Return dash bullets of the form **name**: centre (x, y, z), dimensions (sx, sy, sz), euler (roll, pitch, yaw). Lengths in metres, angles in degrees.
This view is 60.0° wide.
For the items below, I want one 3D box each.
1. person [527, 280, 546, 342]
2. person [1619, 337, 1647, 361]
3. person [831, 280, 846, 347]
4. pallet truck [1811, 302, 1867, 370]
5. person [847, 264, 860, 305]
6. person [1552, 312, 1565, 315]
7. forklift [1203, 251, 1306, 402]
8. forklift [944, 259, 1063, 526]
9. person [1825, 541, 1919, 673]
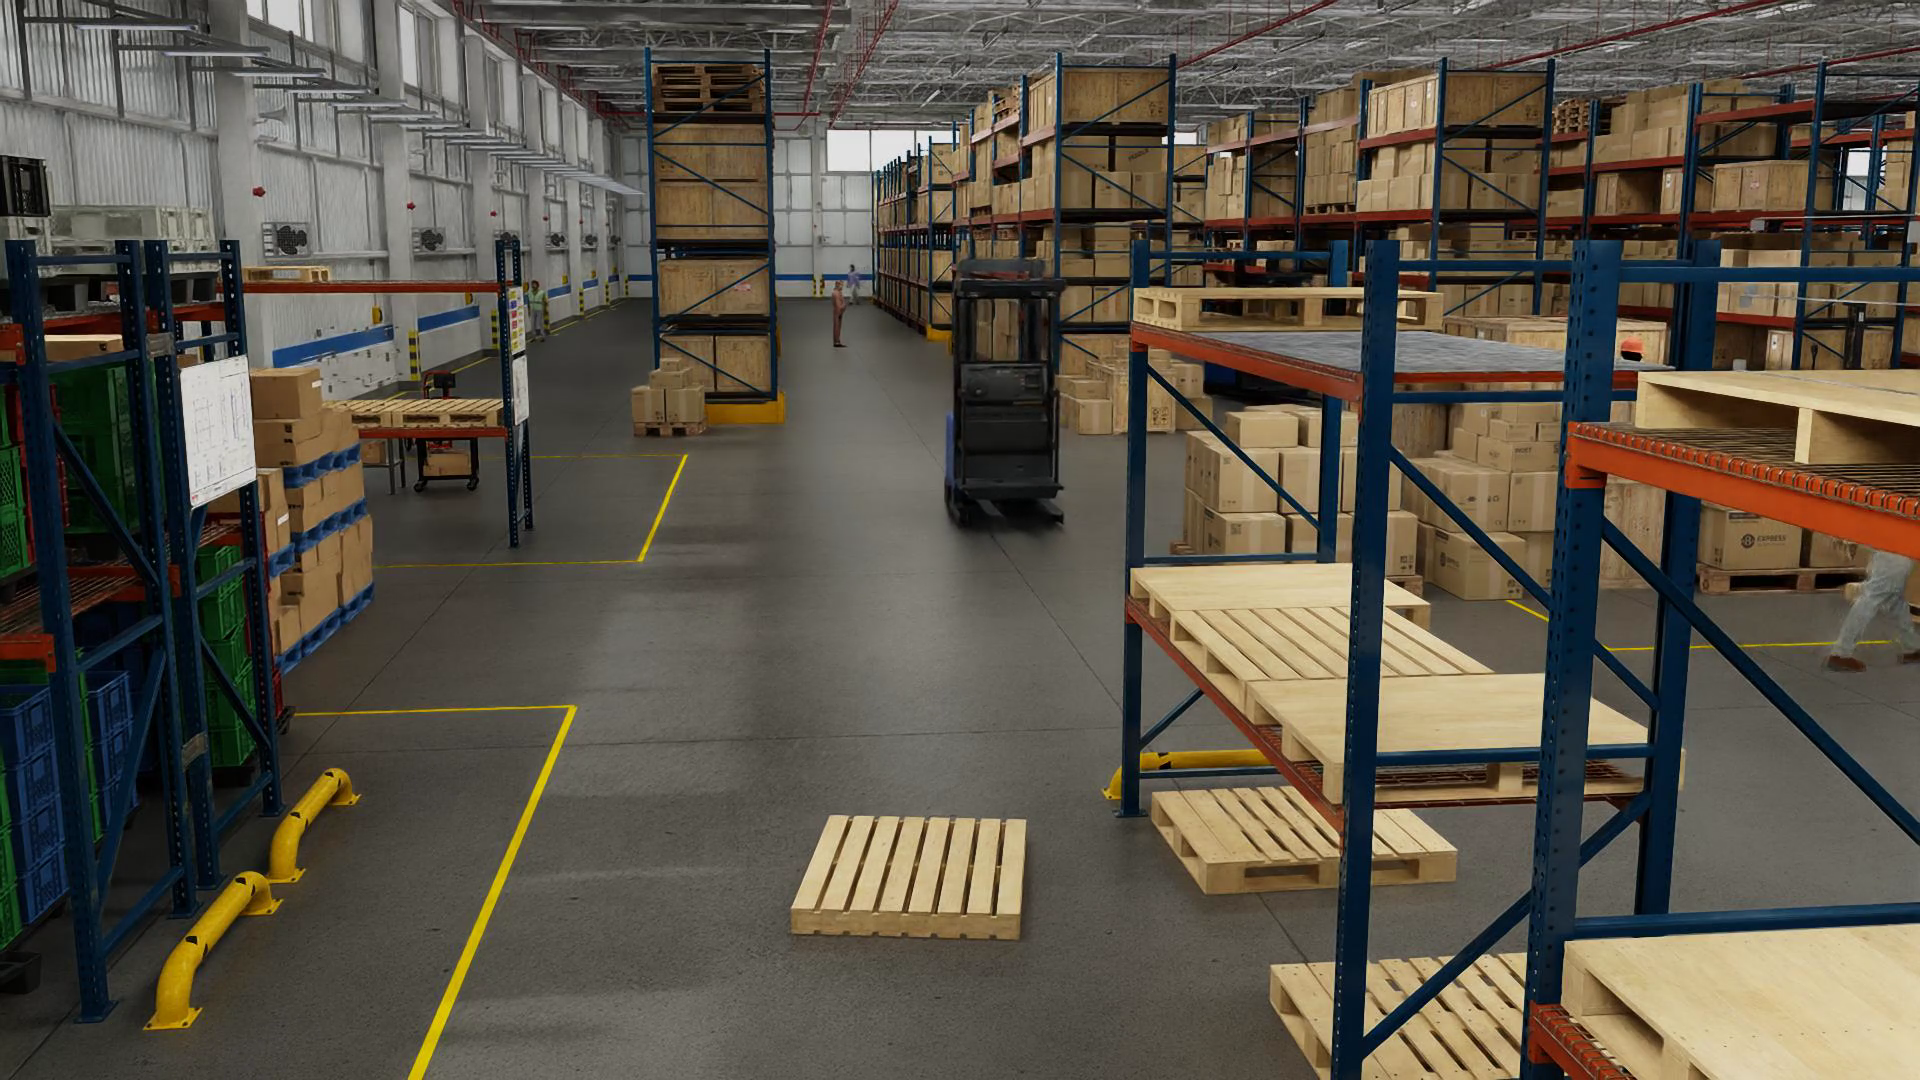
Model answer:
- **person**: centre (-12.649, -6.839, 49.706), dimensions (0.572, 1.840, 0.373), euler (1, 10, 8)
- **person**: centre (7.645, -1.367, 19.133), dimensions (0.376, 1.934, 0.547), euler (2, 10, 13)
- **person**: centre (-3.443, -6.435, 47.312), dimensions (0.406, 1.902, 0.637), euler (-2, 10, -11)
- **pallet truck**: centre (15.846, -3.142, 28.793), dimensions (1.885, 1.965, 0.823), euler (2, 10, 12)
- **person**: centre (-4.959, -11.922, 77.712), dimensions (0.641, 1.912, 0.922), euler (8, 13, 37)
- **person**: centre (9.234, -2.541, 25.648), dimensions (1.041, 1.952, 0.634), euler (-3, 11, -14)
- **forklift**: centre (5.596, -4.106, 31.684), dimensions (1.129, 2.768, 1.873), euler (-6, 12, -28)
- **forklift**: centre (0.434, -1.681, 18.250), dimensions (1.129, 2.768, 1.873), euler (-1, 10, -6)
- **person**: centre (6.572, 0.007, 11.684), dimensions (1.044, 1.887, 0.645), euler (-3, 11, -14)
